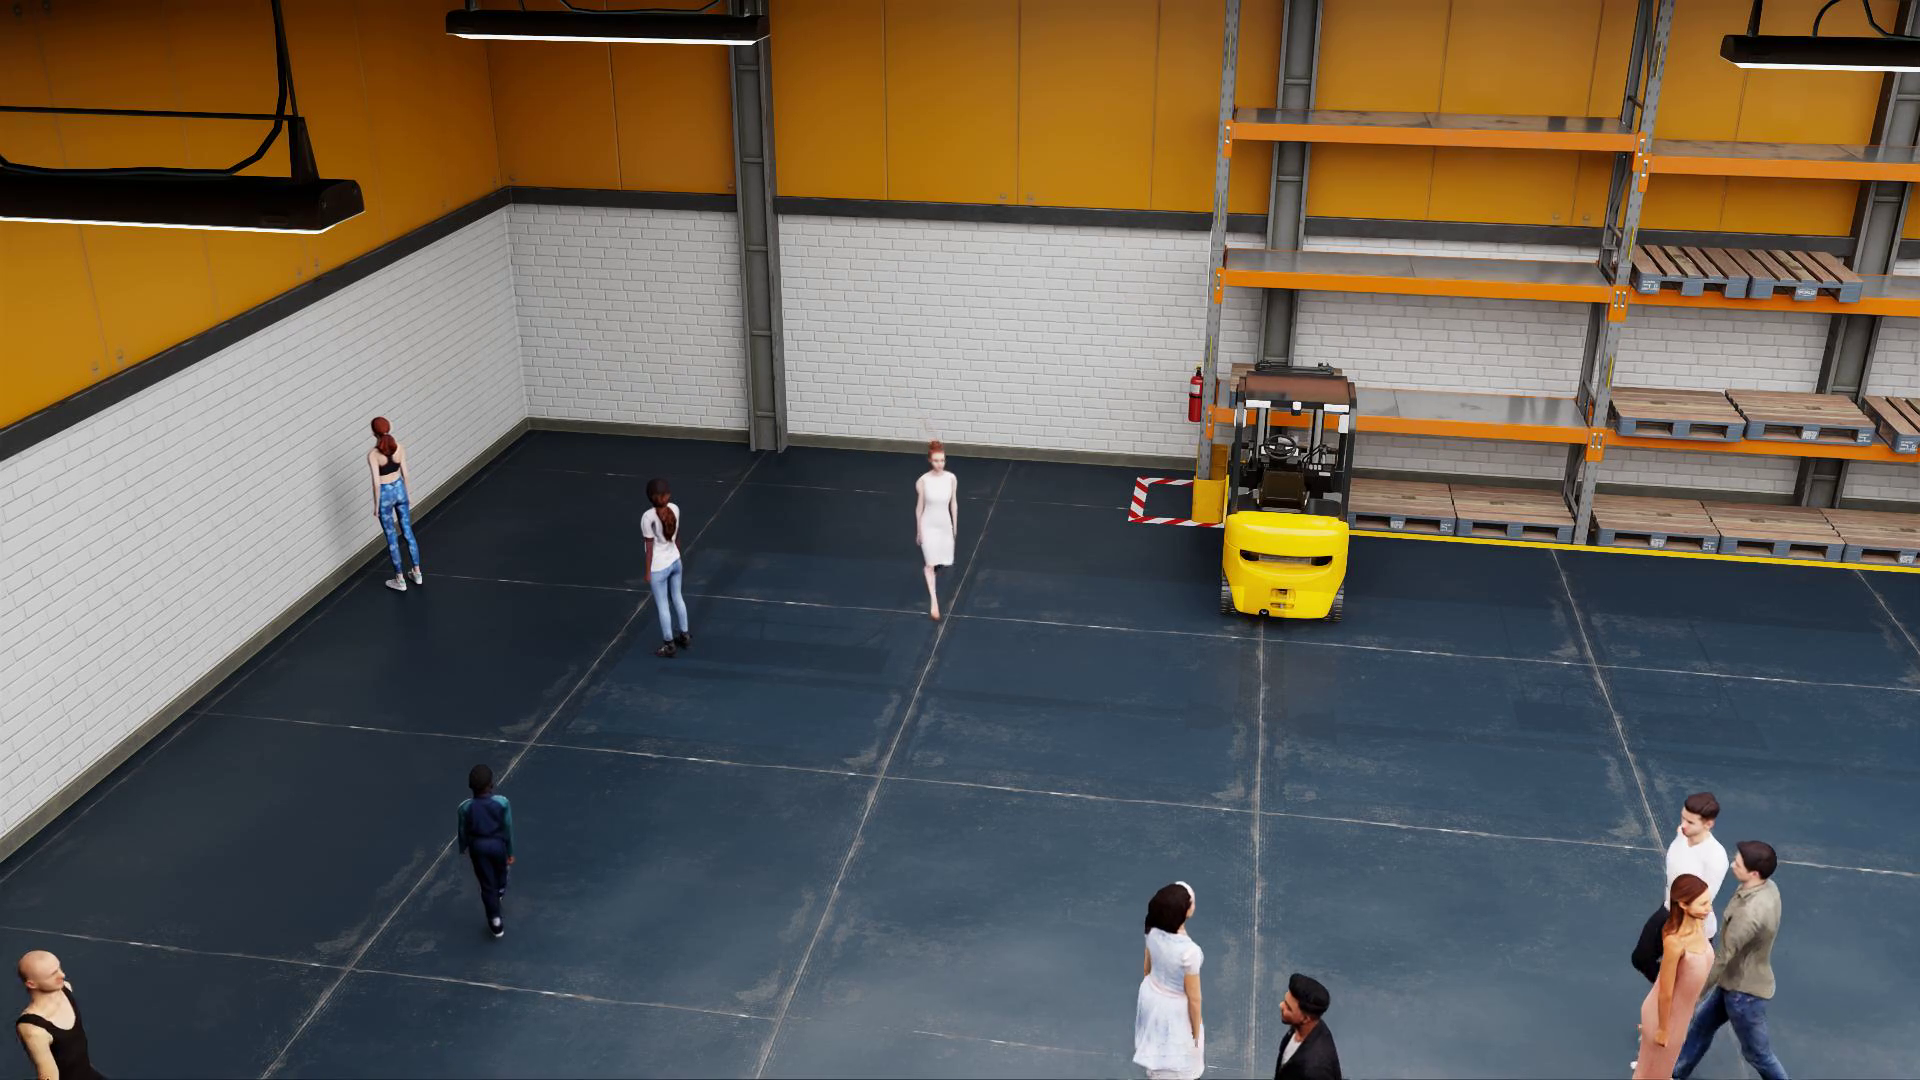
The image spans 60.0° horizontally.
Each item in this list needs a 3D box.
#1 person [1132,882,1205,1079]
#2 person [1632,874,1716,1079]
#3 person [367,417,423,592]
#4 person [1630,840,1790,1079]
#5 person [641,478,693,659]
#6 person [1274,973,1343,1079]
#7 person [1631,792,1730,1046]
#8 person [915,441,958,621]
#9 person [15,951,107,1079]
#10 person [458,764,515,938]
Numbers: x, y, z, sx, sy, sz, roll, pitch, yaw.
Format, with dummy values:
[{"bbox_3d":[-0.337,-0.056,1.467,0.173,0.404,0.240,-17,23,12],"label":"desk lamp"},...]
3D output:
[{"bbox_3d":[1.095,2.738,9.283,1.167,1.790,1.111,-16,28,-32],"label":"person"},{"bbox_3d":[3.990,2.669,9.389,0.667,1.832,0.656,19,30,37],"label":"person"},{"bbox_3d":[-5.602,-0.369,16.398,0.694,1.784,0.668,18,29,35],"label":"person"},{"bbox_3d":[4.603,2.603,9.547,1.292,1.826,0.986,13,27,27],"label":"person"},{"bbox_3d":[-2.680,0.241,15.086,0.648,1.719,0.656,16,28,32],"label":"person"},{"bbox_3d":[1.857,3.032,8.610,0.870,1.791,0.705,3,24,7],"label":"person"},{"bbox_3d":[4.509,2.327,10.167,0.752,1.836,0.783,-3,24,-7],"label":"person"},{"bbox_3d":[-0.258,-0.116,15.820,0.829,1.784,0.824,-7,24,-15],"label":"person"},{"bbox_3d":[-4.818,2.938,8.812,0.747,1.802,0.747,-2,24,-3],"label":"person"},{"bbox_3d":[-3.224,2.137,11.360,0.869,1.229,0.846,-9,25,-21],"label":"person"}]
